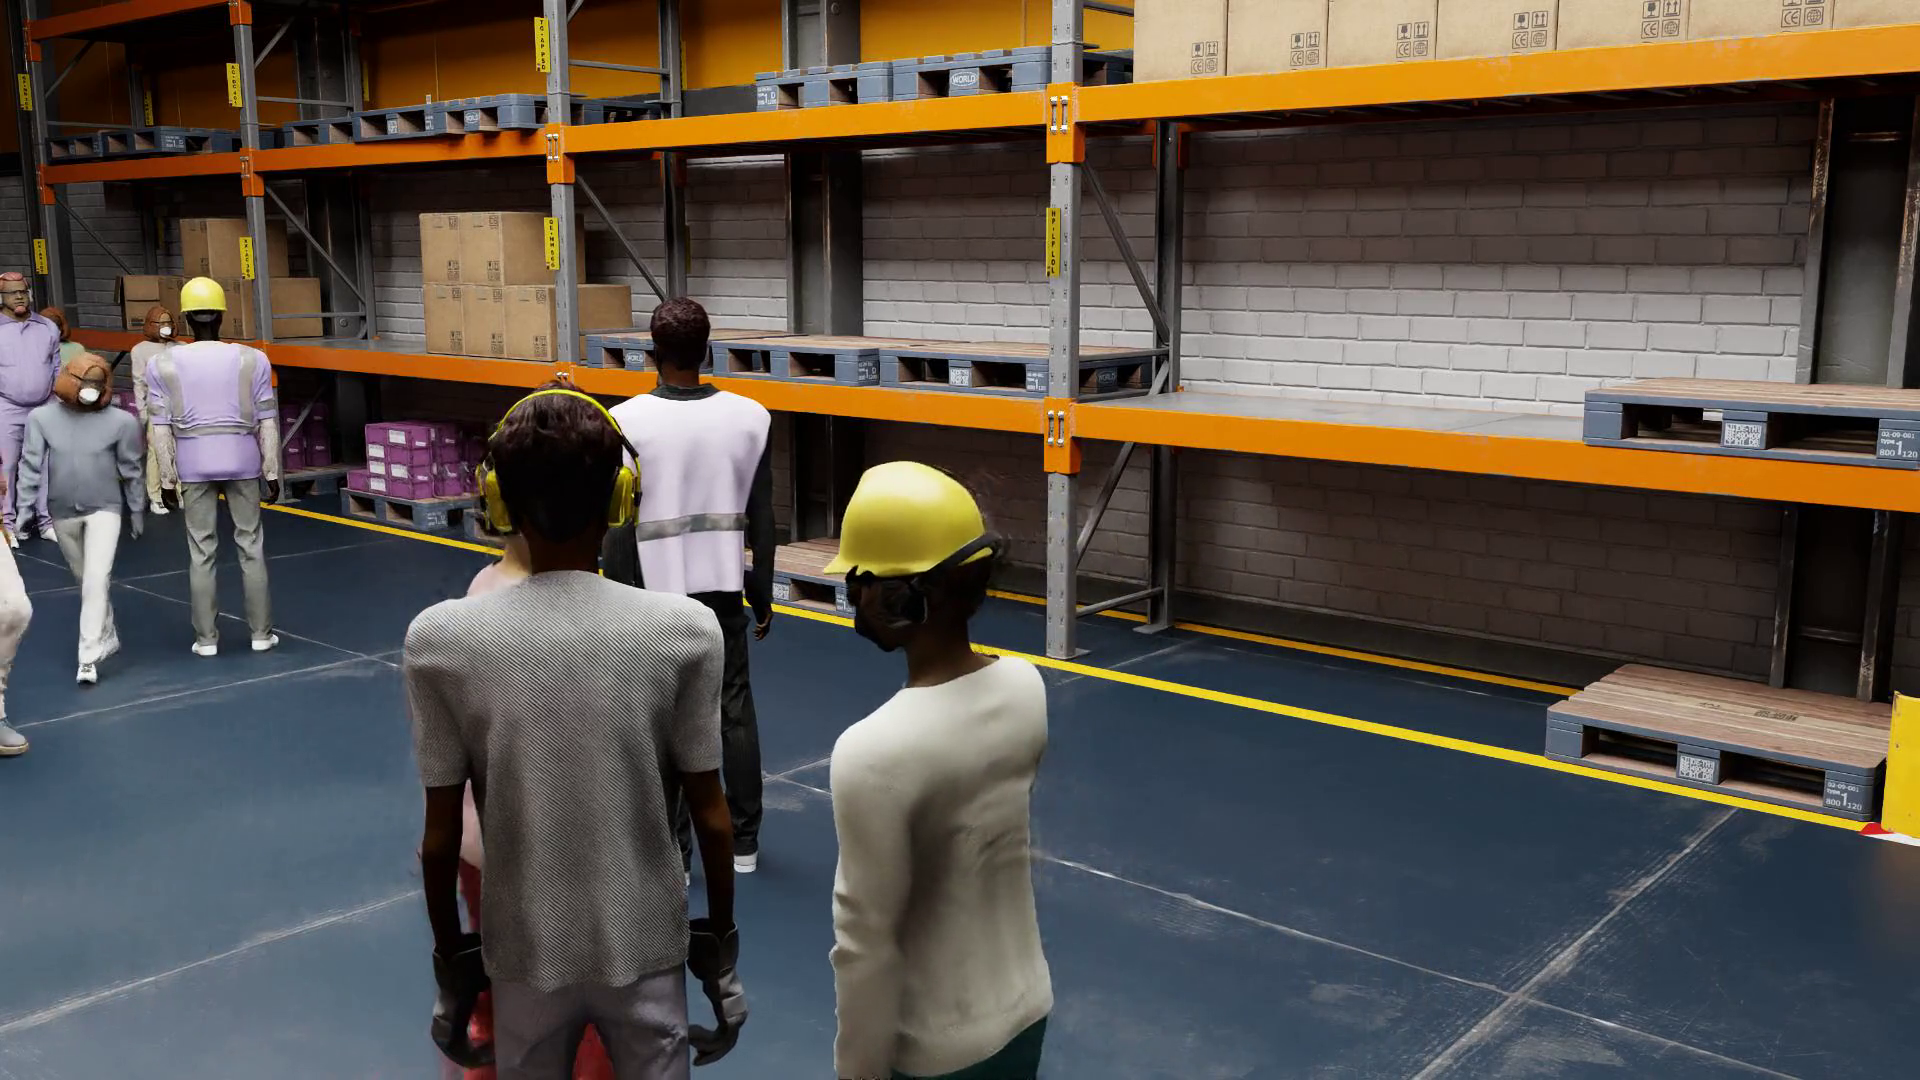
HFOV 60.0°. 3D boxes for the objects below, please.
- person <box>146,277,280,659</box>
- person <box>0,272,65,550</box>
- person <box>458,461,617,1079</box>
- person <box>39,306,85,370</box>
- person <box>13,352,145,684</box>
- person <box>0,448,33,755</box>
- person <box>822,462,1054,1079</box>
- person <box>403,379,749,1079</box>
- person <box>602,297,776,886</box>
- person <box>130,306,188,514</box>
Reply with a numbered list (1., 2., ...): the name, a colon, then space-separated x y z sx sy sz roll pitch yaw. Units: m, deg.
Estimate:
1. person: -3.764 -0.358 8.437 0.587 1.929 0.360 -5 11 -24
2. person: -6.520 -0.898 11.577 0.405 1.909 0.636 8 13 37
3. person: -0.844 0.618 3.402 0.449 1.747 0.519 -6 12 -30
4. person: -6.989 -0.991 12.888 0.285 1.630 0.498 8 13 40
5. person: -4.245 -0.120 8.080 0.519 1.580 0.872 -2 10 -11
6. person: -3.995 -0.054 6.567 0.511 1.976 0.657 4 11 22
7. person: -0.062 0.749 2.622 0.384 1.761 0.541 7 12 36
8. person: -0.599 0.680 2.686 0.508 1.876 0.329 -1 10 -8
9. person: -0.874 0.177 5.424 0.596 1.916 0.373 -6 11 -29
10. person: -6.228 -1.016 13.051 0.282 1.625 0.493 6 12 30
